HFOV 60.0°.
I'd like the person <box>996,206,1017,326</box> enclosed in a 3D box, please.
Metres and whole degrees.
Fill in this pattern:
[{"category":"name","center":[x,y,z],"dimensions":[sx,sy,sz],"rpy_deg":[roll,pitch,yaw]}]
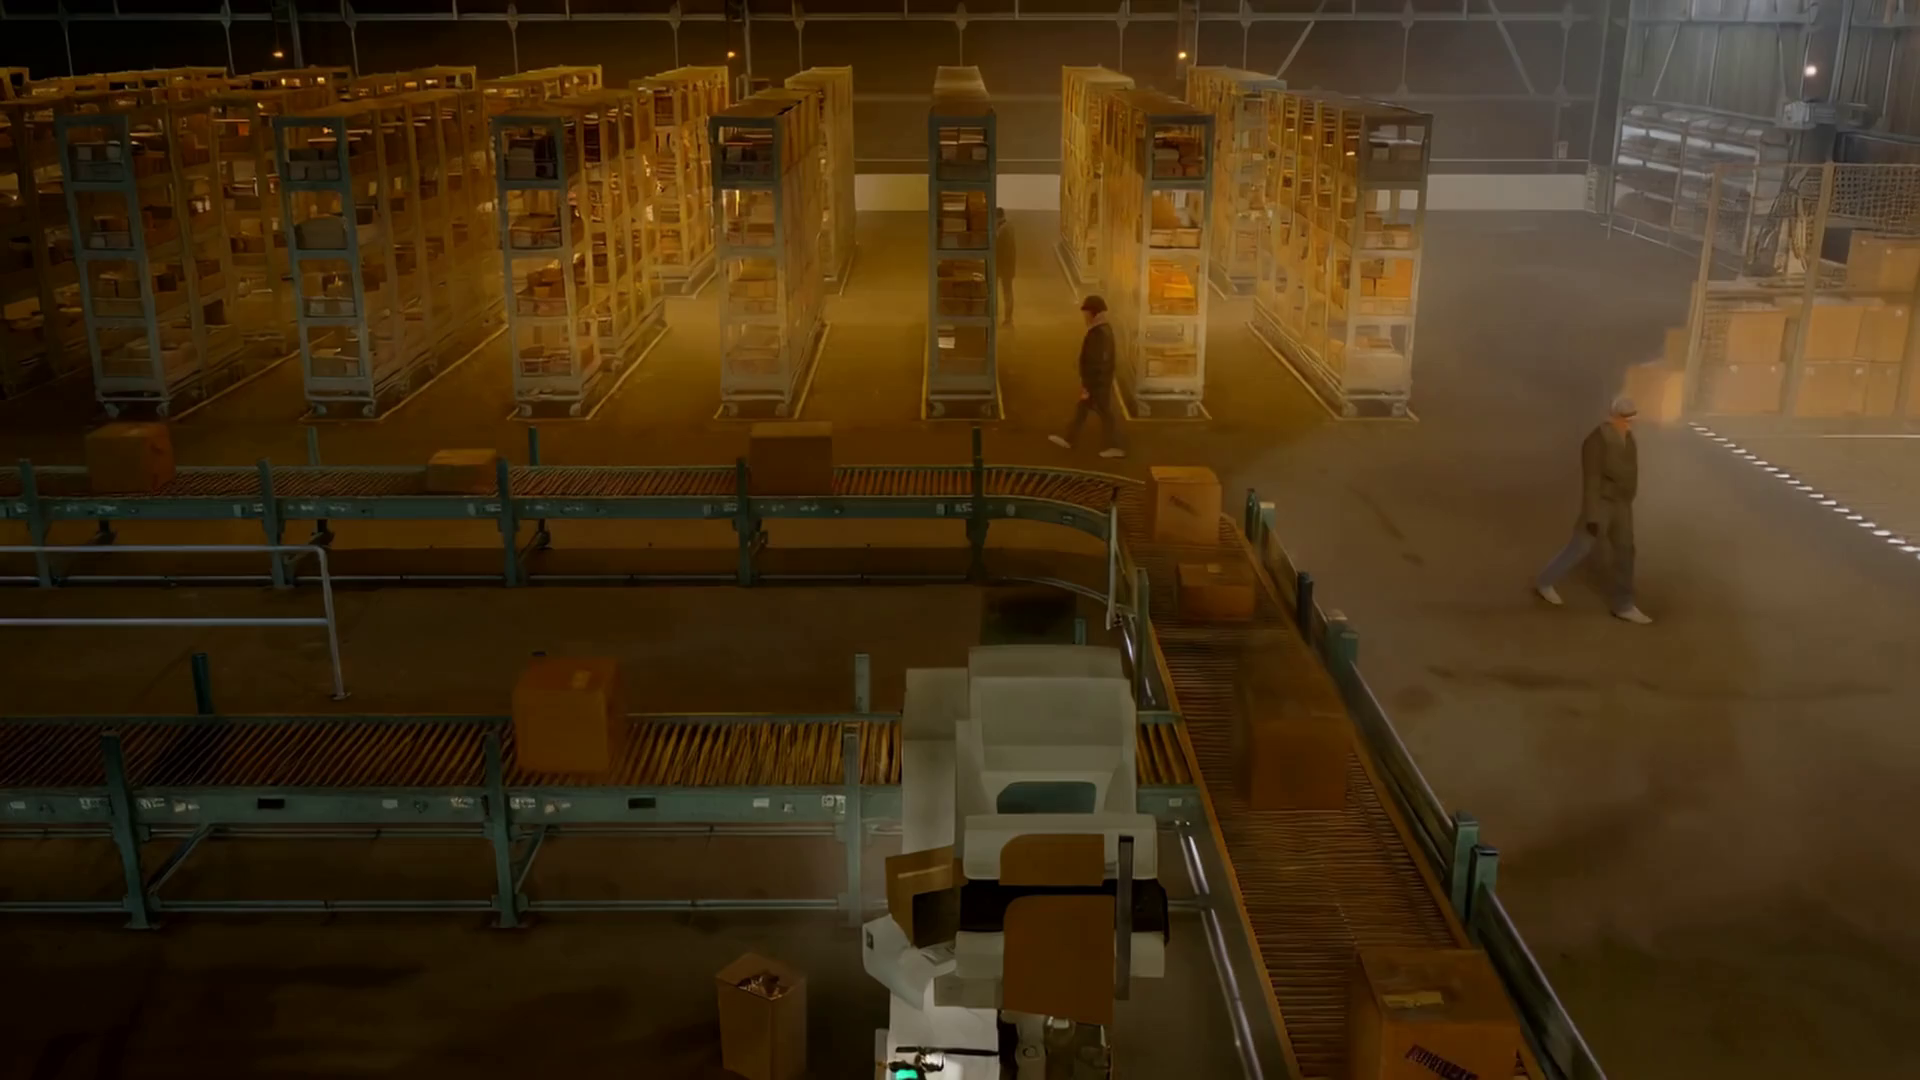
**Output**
[{"category":"person","center":[0.623,-4.250,25.769],"dimensions":[0.573,1.831,0.398],"rpy_deg":[11,21,31]}]

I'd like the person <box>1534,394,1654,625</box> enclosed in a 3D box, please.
[{"category":"person","center":[5.199,-0.286,13.511],"dimensions":[0.657,1.864,0.978],"rpy_deg":[-15,23,-38]}]

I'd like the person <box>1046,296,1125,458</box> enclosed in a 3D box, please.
[{"category":"person","center":[1.414,-1.788,18.251],"dimensions":[0.924,1.781,0.627],"rpy_deg":[3,18,9]}]
